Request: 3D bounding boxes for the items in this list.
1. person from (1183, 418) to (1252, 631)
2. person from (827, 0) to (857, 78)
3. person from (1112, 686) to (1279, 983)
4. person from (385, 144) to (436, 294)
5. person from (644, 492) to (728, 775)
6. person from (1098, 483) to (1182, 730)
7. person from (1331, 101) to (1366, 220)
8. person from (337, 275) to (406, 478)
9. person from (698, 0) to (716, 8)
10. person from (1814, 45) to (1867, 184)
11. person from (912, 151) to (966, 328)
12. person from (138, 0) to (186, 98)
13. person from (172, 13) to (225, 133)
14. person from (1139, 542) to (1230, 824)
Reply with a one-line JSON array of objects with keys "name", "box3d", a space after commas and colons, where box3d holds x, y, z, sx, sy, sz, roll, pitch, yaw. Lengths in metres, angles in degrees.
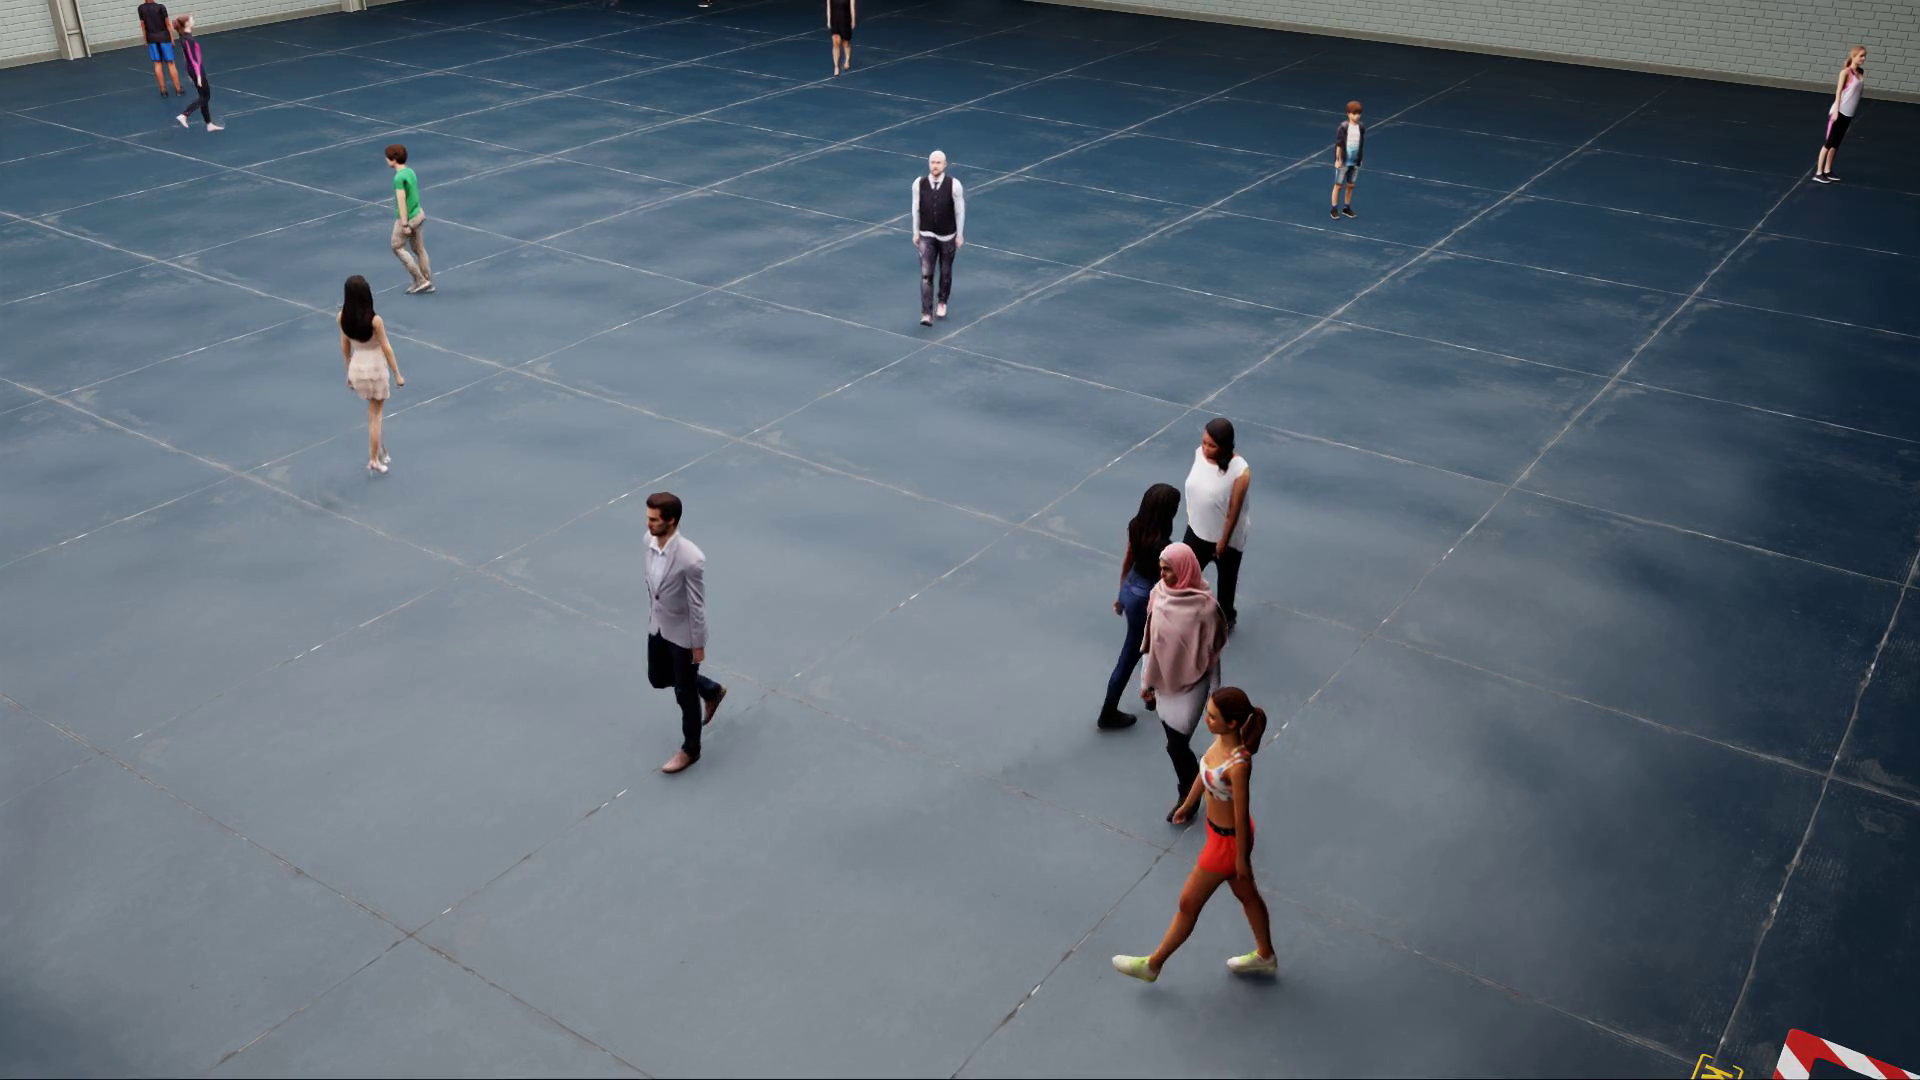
[{"name": "person", "box3d": [1.810, -0.088, 11.482, 0.926, 1.668, 0.780, -21, 34, -35]}, {"name": "person", "box3d": [-2.004, -8.794, 28.383, 0.974, 1.674, 1.151, 3, 27, 6]}, {"name": "person", "box3d": [1.422, 1.500, 8.312, 1.058, 1.747, 1.106, 0, 27, 1]}, {"name": "person", "box3d": [-5.909, -3.487, 18.117, 0.752, 1.639, 0.657, 3, 27, 7]}, {"name": "person", "box3d": [-1.648, 0.515, 10.126, 0.742, 1.838, 0.909, 22, 35, 36]}, {"name": "person", "box3d": [1.054, 0.463, 10.371, 0.976, 1.707, 0.858, -10, 29, -19]}, {"name": "person", "box3d": [4.862, -4.758, 20.795, 0.604, 1.446, 0.679, -8, 28, -15]}, {"name": "person", "box3d": [-4.955, -1.317, 13.811, 0.641, 1.722, 0.676, 10, 29, 19]}, {"name": "person", "box3d": [-5.092, -11.544, 33.143, 0.747, 1.710, 0.581, 10, 29, 18]}, {"name": "person", "box3d": [11.805, -5.713, 22.277, 0.604, 1.787, 0.738, -14, 31, -26]}, {"name": "person", "box3d": [-0.211, -3.159, 17.314, 1.056, 1.790, 1.237, 2, 27, 4]}, {"name": "person", "box3d": [-12.959, -8.095, 26.891, 0.699, 1.799, 0.768, -7, 28, -13]}, {"name": "person", "box3d": [-11.384, -6.883, 24.601, 0.938, 1.740, 0.691, -22, 34, -36]}, {"name": "person", "box3d": [1.325, 0.810, 9.613, 0.684, 1.783, 0.660, 21, 34, 34]}]
